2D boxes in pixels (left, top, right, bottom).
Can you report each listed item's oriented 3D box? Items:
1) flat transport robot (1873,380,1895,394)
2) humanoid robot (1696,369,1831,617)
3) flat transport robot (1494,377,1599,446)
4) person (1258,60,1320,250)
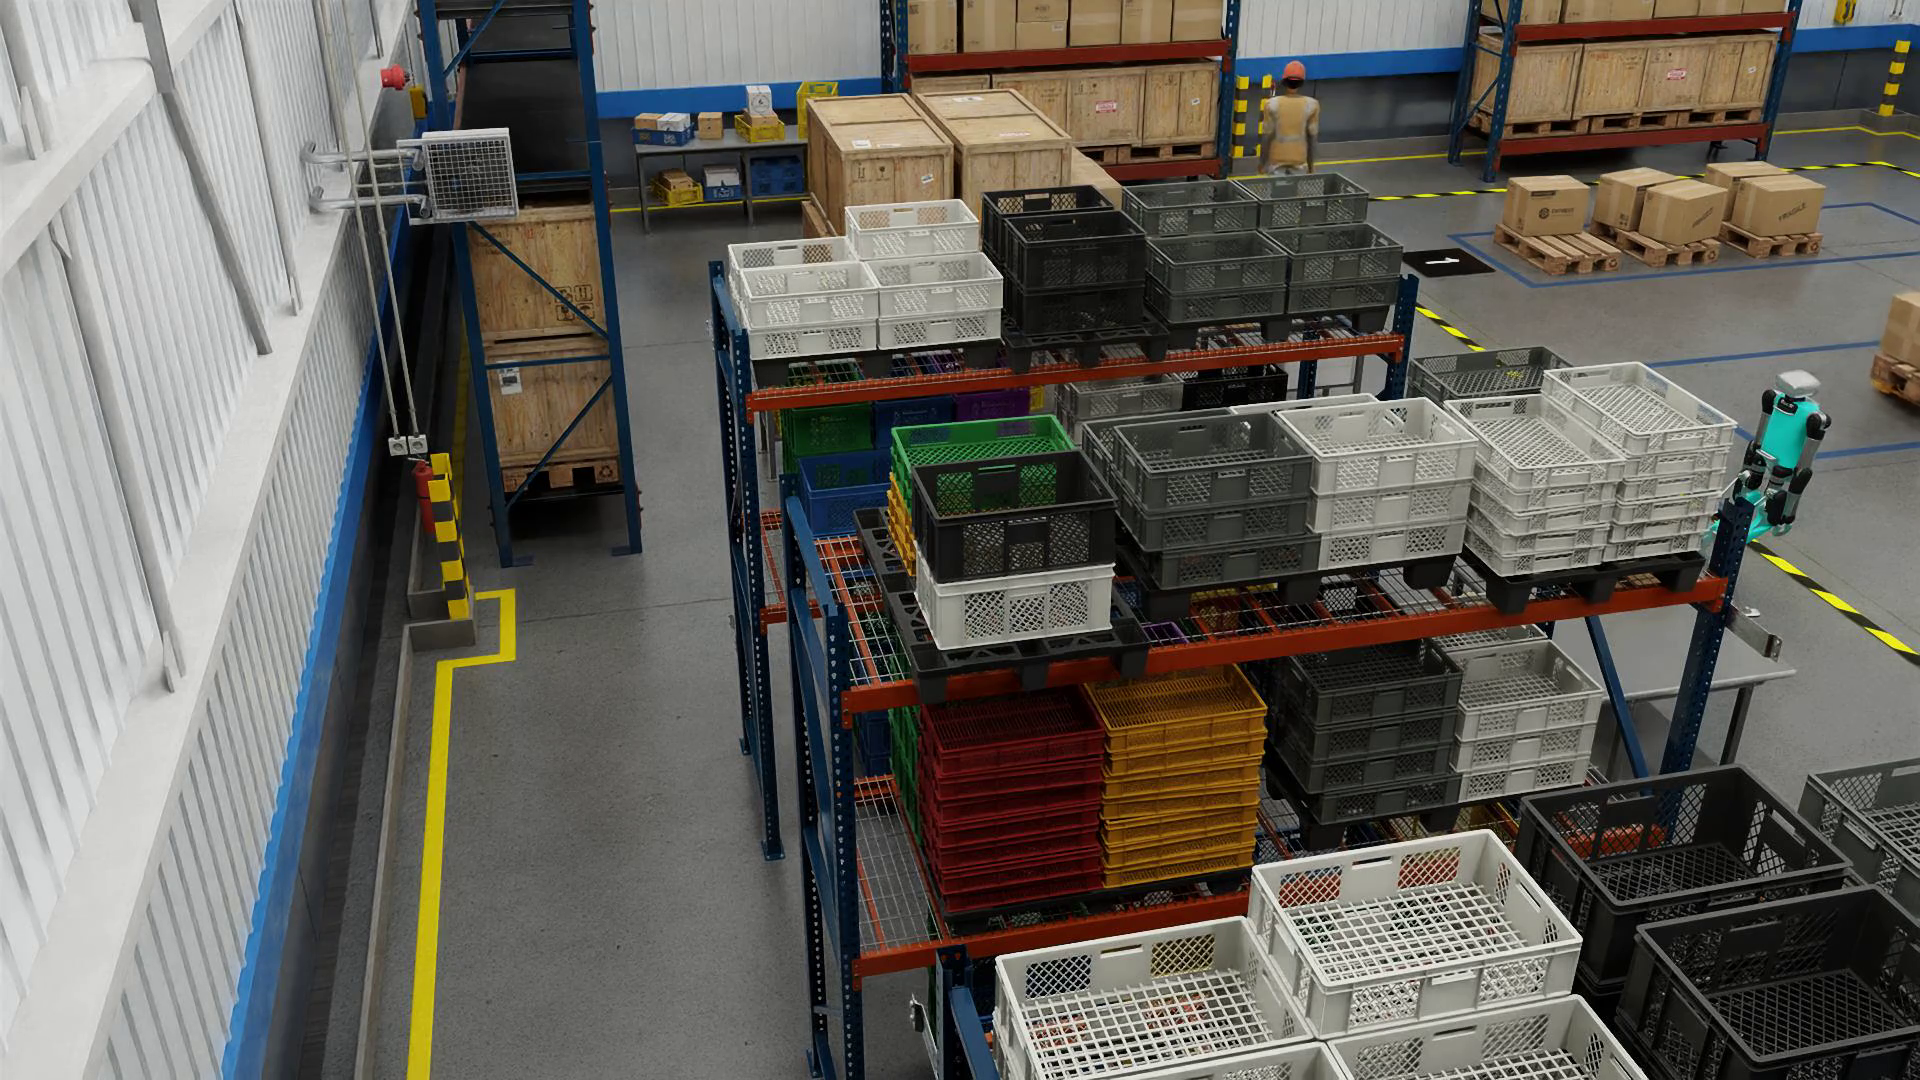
[{"bbox_3d":[8.622,-1.177,14.251,0.652,0.197,1.431,-6,28,-12],"label":"flat transport robot"},{"bbox_3d":[5.108,-0.276,10.850,0.735,1.677,0.533,-7,29,-13],"label":"humanoid robot"},{"bbox_3d":[4.780,-1.036,14.013,0.659,0.231,1.431,-6,28,-12],"label":"flat transport robot"},{"bbox_3d":[3.540,-4.148,18.017,0.613,2.040,0.389,1,28,2],"label":"person"}]
